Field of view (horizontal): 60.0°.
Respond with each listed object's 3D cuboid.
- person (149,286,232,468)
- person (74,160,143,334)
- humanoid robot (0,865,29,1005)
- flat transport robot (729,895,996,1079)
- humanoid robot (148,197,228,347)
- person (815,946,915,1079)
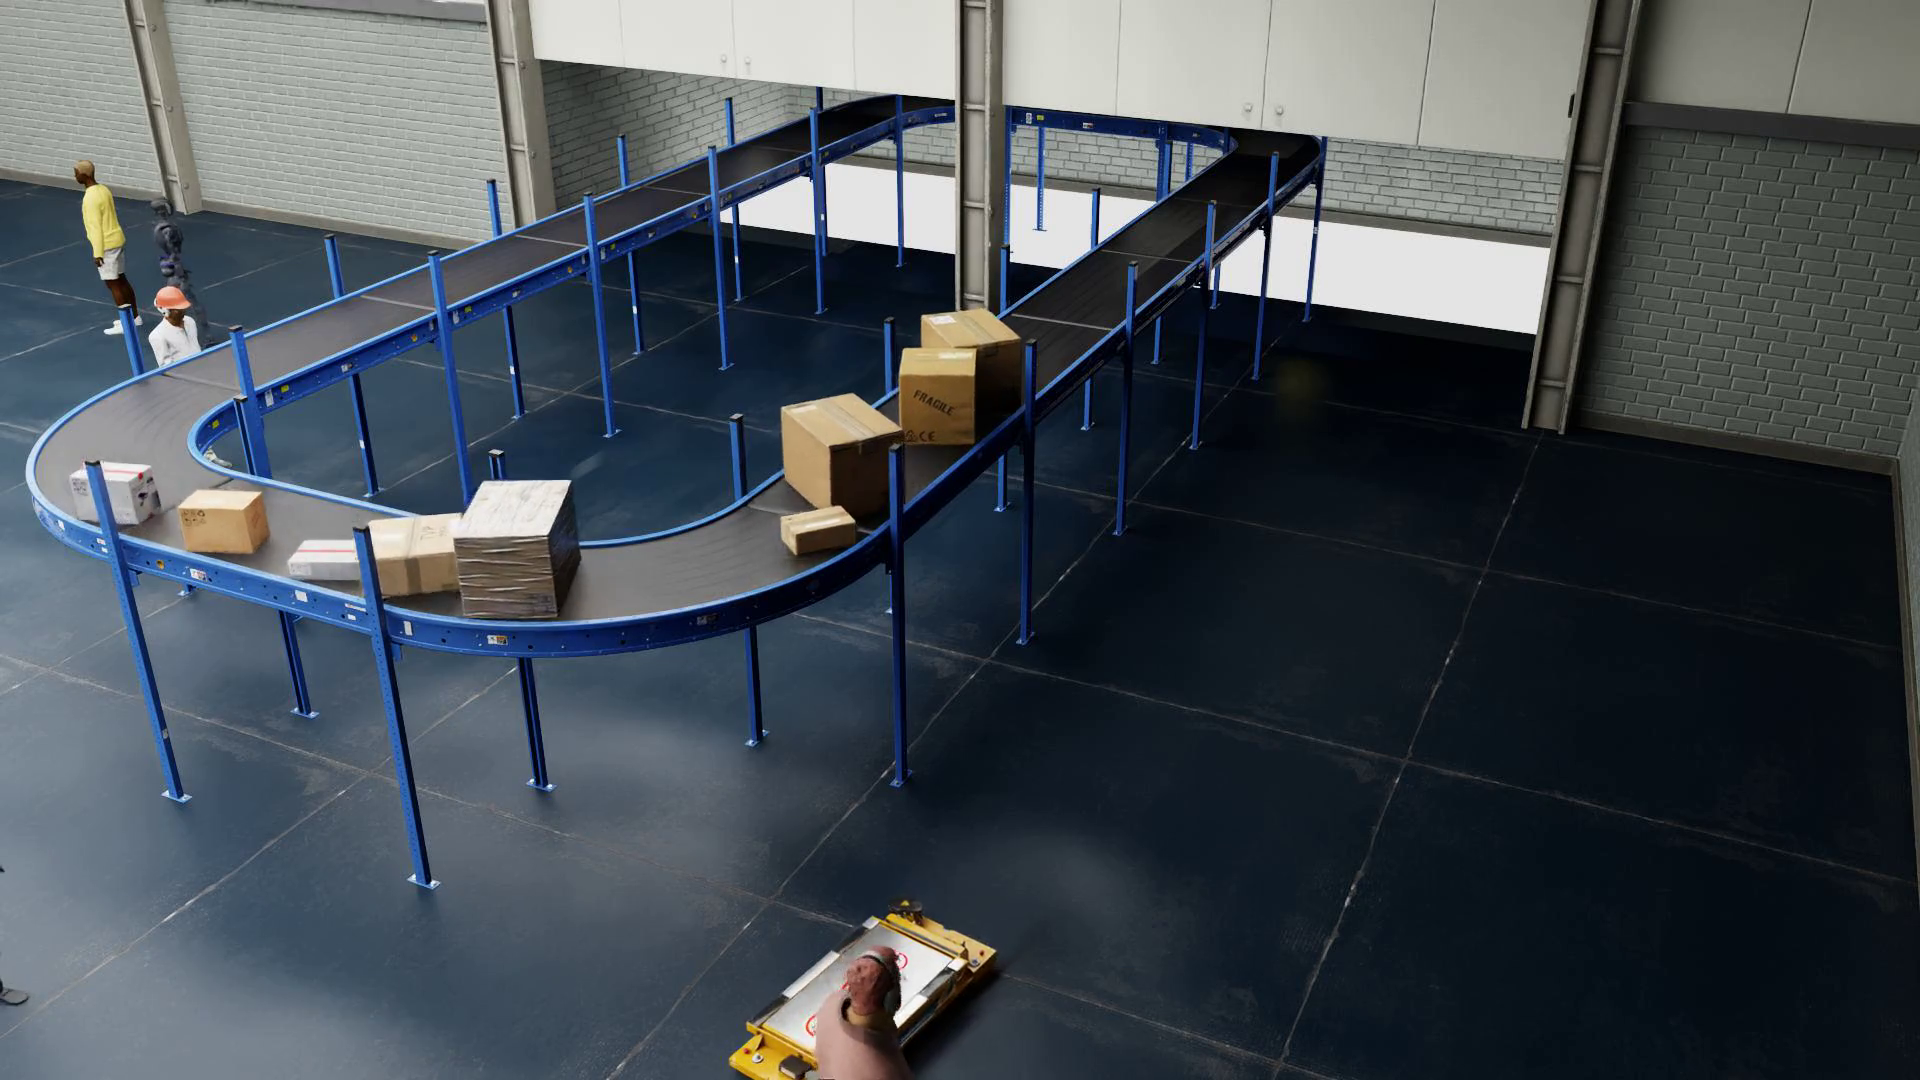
[{"bbox_3d":[-6.763,-1.381,14.587,0.329,1.751,0.562,4,27,7],"label":"person"},{"bbox_3d":[-9.267,-3.181,18.069,0.374,1.893,0.542,-5,27,-10],"label":"person"},{"bbox_3d":[-5.288,1.699,8.500,0.671,1.632,0.608,7,27,14],"label":"humanoid robot"},{"bbox_3d":[-0.478,2.396,8.649,0.659,0.231,1.431,17,31,31],"label":"flat transport robot"},{"bbox_3d":[-8.365,-2.830,17.680,0.759,1.640,0.600,-14,30,-26],"label":"humanoid robot"},{"bbox_3d":[-0.351,2.460,6.712,0.398,1.889,0.664,-9,28,-17],"label":"person"}]
